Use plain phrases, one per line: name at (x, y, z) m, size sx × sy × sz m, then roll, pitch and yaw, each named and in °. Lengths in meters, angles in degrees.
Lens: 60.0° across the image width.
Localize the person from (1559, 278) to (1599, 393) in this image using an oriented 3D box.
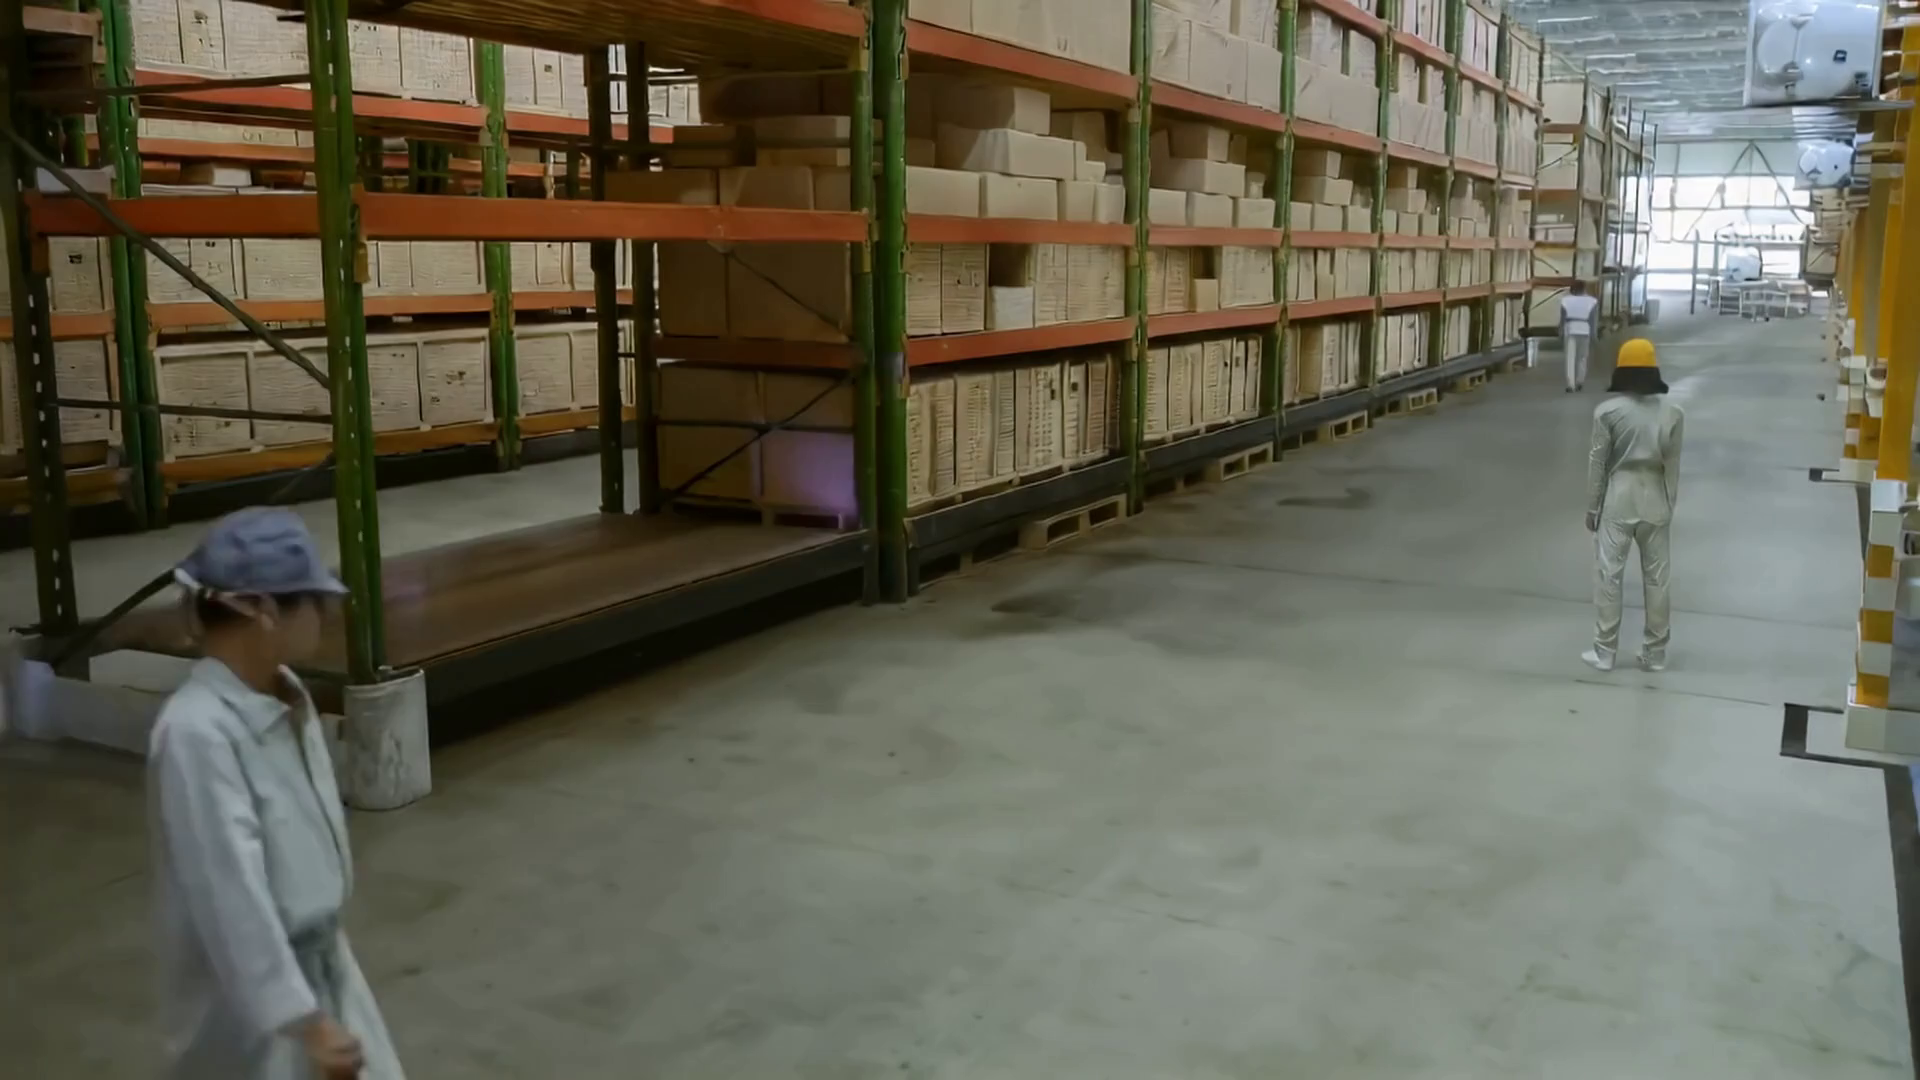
person at (9.688, -3.204, 26.088) m, size 0.567 × 1.783 × 1.022 m, roll 4°, pitch 10°, yaw 21°

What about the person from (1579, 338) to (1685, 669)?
person at (3.528, -0.187, 8.755) m, size 0.483 × 1.735 × 0.340 m, roll -1°, pitch 10°, yaw -3°

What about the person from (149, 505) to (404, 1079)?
person at (-1.323, 0.792, 3.182) m, size 0.802 × 1.714 × 0.566 m, roll 0°, pitch 10°, yaw 1°
